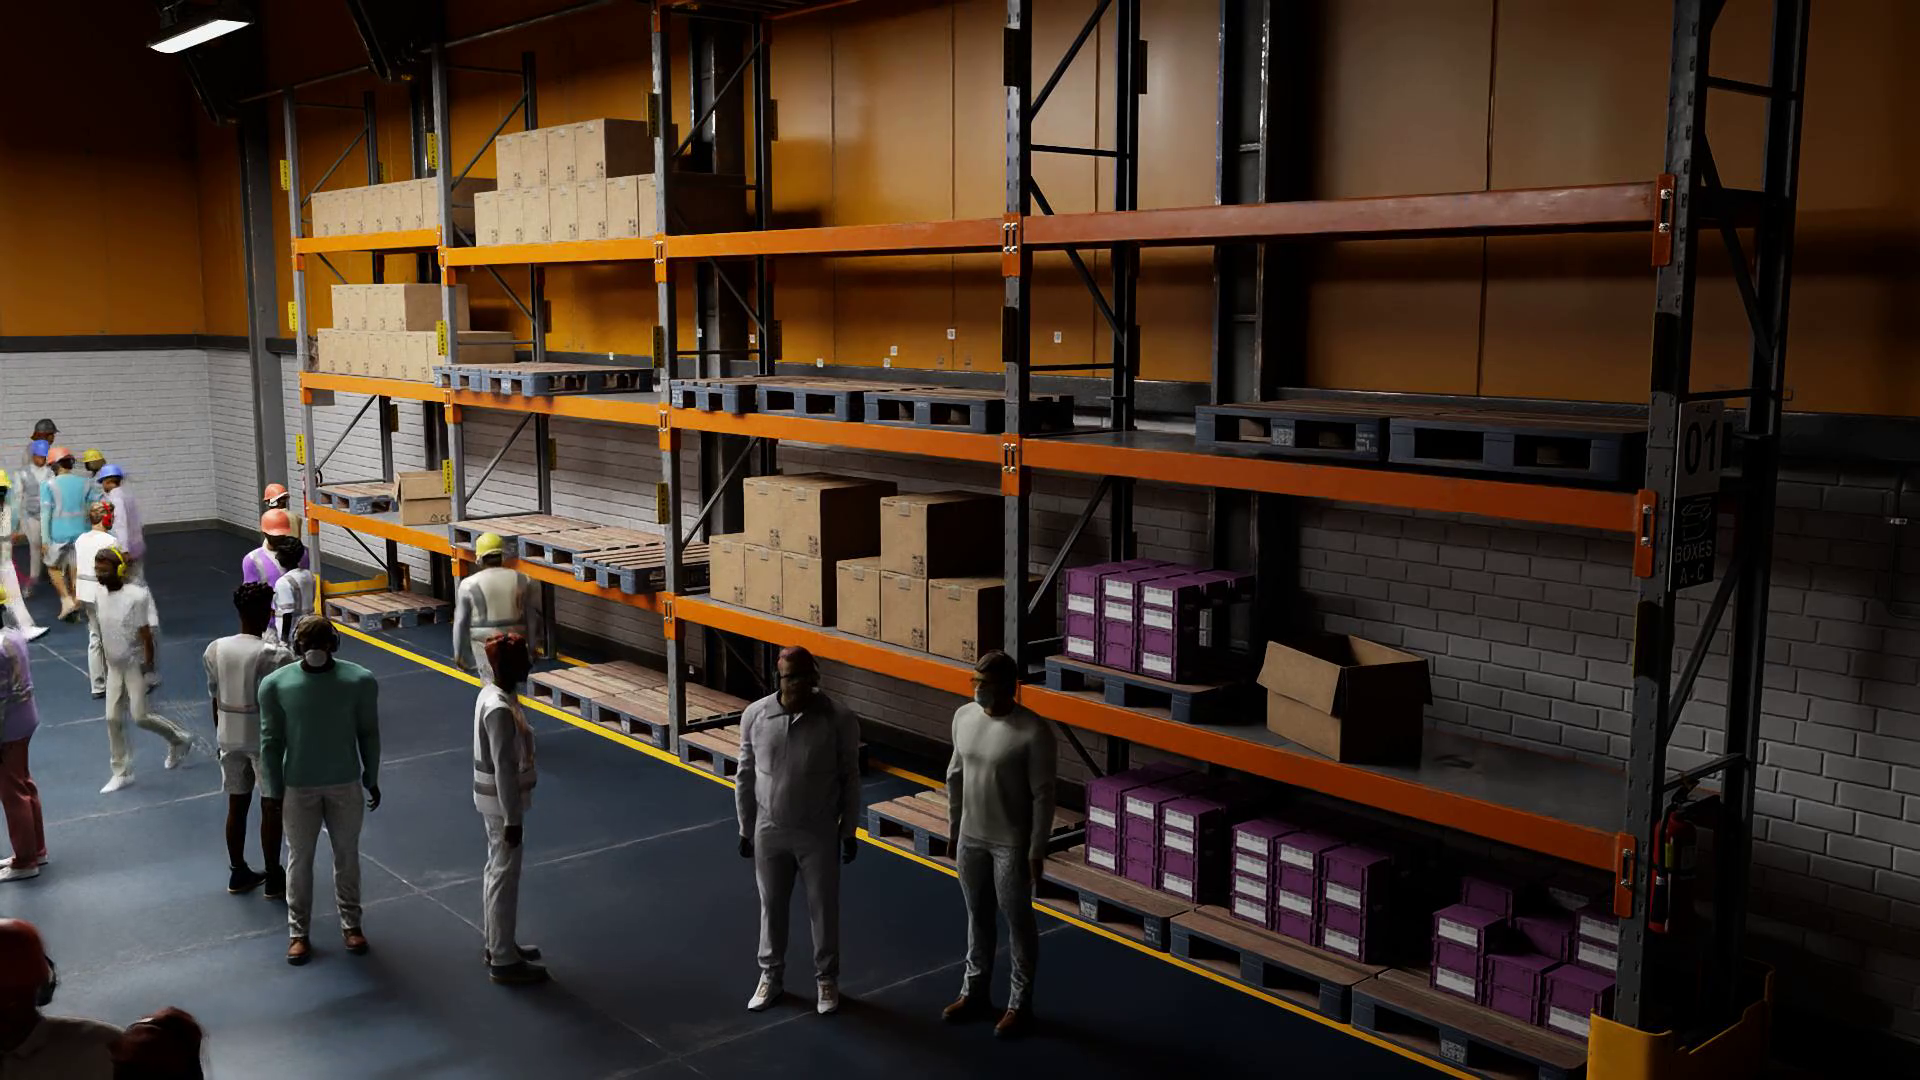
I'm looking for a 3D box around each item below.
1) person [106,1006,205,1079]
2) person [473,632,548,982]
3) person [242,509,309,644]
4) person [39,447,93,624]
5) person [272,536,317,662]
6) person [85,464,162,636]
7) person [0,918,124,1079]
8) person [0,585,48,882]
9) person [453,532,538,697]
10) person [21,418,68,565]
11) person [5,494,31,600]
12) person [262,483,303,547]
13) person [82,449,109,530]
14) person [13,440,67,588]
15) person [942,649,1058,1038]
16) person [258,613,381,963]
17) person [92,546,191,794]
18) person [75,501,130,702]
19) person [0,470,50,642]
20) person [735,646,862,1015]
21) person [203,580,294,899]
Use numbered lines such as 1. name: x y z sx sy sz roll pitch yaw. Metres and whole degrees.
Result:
1. person: -1.993 2.103 4.310 0.585 1.878 0.360 2 8 14
2. person: -2.445 1.426 8.973 0.337 1.882 0.585 -3 9 -19
3. person: -5.712 0.685 14.003 0.553 1.923 0.392 -8 11 -42
4. person: -10.109 -0.046 18.789 0.494 2.003 0.654 5 10 31
5. person: -5.554 0.808 13.921 0.317 1.695 0.540 0 8 3
6. person: -9.112 0.132 17.990 0.825 1.882 0.665 -1 8 -8
7. person: -2.599 2.001 4.643 0.618 1.986 0.408 -4 9 -24
8. person: -6.047 1.193 10.498 0.400 1.919 0.581 -3 9 -21
9. person: -3.770 0.831 13.372 0.631 1.799 0.785 -5 10 -32
10. person: -12.552 -0.664 22.961 0.684 2.000 0.536 4 9 28
11. person: -11.430 -0.145 19.630 0.630 1.965 0.584 2 9 16
12. person: -7.148 0.272 17.511 0.350 1.738 0.569 2 8 11
13. person: -11.213 -0.323 21.667 0.490 1.732 0.324 5 10 32
14. person: -11.601 -0.326 21.073 0.706 1.895 0.758 -4 9 -27
15. person: 0.187 1.496 8.298 0.627 1.940 0.370 6 10 37
16. person: -3.538 1.359 9.251 0.629 1.940 0.378 -4 9 -23
17. person: -6.199 0.937 12.508 0.522 1.852 0.663 3 9 17
18. person: -7.790 0.569 15.110 0.560 1.836 0.394 5 10 32
19. person: -10.208 0.186 17.636 1.024 1.864 0.618 3 9 21
20. person: -0.837 1.480 8.524 0.654 1.905 0.408 1 8 7
21. person: -4.307 1.219 10.181 0.598 1.958 0.369 2 8 14
